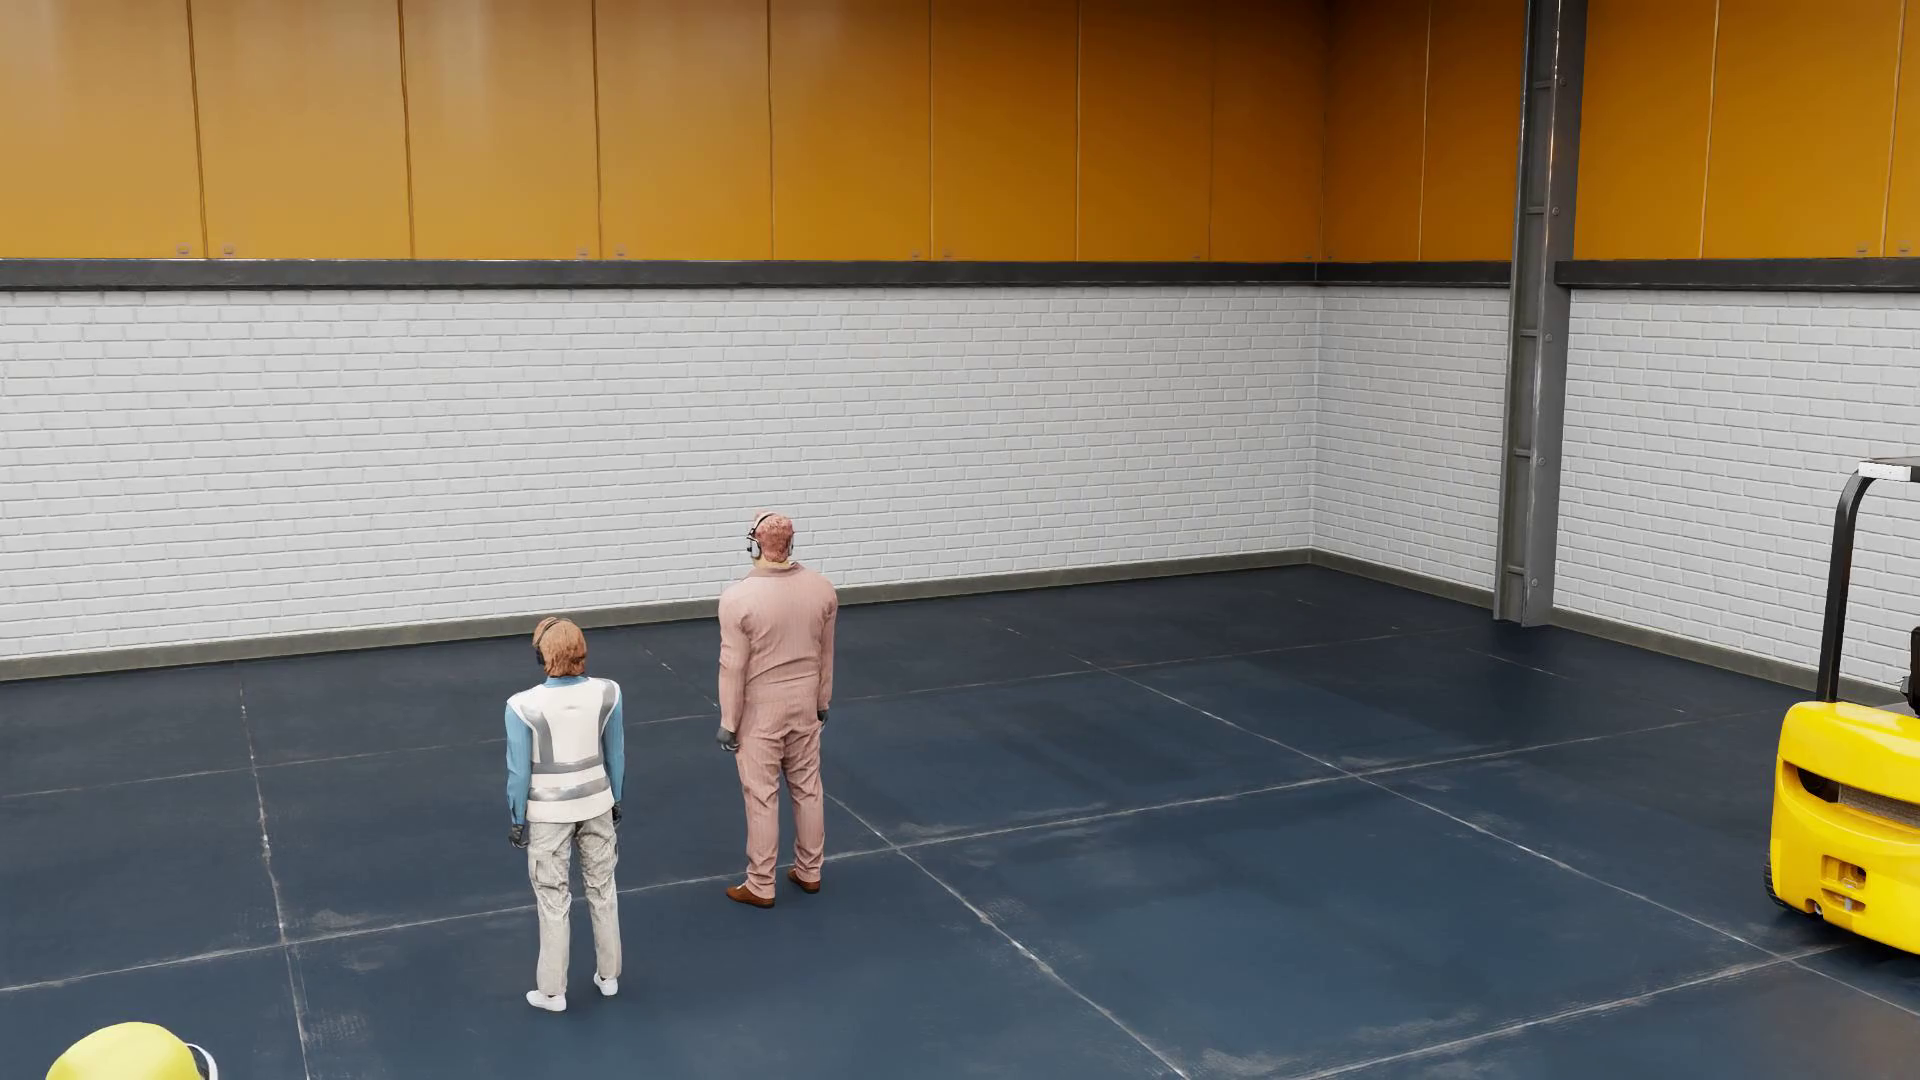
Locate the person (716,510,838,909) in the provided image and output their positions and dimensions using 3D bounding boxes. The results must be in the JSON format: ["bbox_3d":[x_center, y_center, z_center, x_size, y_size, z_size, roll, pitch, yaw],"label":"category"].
[{"bbox_3d":[-0.897,0.805,7.987,0.643,1.909,0.410,-8,12,-40],"label":"person"}]

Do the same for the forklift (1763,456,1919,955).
[{"bbox_3d":[4.857,0.731,7.561,2.313,2.155,1.214,-4,10,-25],"label":"forklift"}]

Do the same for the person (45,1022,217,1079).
[{"bbox_3d":[-1.357,1.676,2.847,0.588,1.822,0.403,3,10,17],"label":"person"}]

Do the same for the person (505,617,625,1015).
[{"bbox_3d":[-1.606,1.125,6.827,0.514,1.641,0.307,-7,11,-36],"label":"person"}]
